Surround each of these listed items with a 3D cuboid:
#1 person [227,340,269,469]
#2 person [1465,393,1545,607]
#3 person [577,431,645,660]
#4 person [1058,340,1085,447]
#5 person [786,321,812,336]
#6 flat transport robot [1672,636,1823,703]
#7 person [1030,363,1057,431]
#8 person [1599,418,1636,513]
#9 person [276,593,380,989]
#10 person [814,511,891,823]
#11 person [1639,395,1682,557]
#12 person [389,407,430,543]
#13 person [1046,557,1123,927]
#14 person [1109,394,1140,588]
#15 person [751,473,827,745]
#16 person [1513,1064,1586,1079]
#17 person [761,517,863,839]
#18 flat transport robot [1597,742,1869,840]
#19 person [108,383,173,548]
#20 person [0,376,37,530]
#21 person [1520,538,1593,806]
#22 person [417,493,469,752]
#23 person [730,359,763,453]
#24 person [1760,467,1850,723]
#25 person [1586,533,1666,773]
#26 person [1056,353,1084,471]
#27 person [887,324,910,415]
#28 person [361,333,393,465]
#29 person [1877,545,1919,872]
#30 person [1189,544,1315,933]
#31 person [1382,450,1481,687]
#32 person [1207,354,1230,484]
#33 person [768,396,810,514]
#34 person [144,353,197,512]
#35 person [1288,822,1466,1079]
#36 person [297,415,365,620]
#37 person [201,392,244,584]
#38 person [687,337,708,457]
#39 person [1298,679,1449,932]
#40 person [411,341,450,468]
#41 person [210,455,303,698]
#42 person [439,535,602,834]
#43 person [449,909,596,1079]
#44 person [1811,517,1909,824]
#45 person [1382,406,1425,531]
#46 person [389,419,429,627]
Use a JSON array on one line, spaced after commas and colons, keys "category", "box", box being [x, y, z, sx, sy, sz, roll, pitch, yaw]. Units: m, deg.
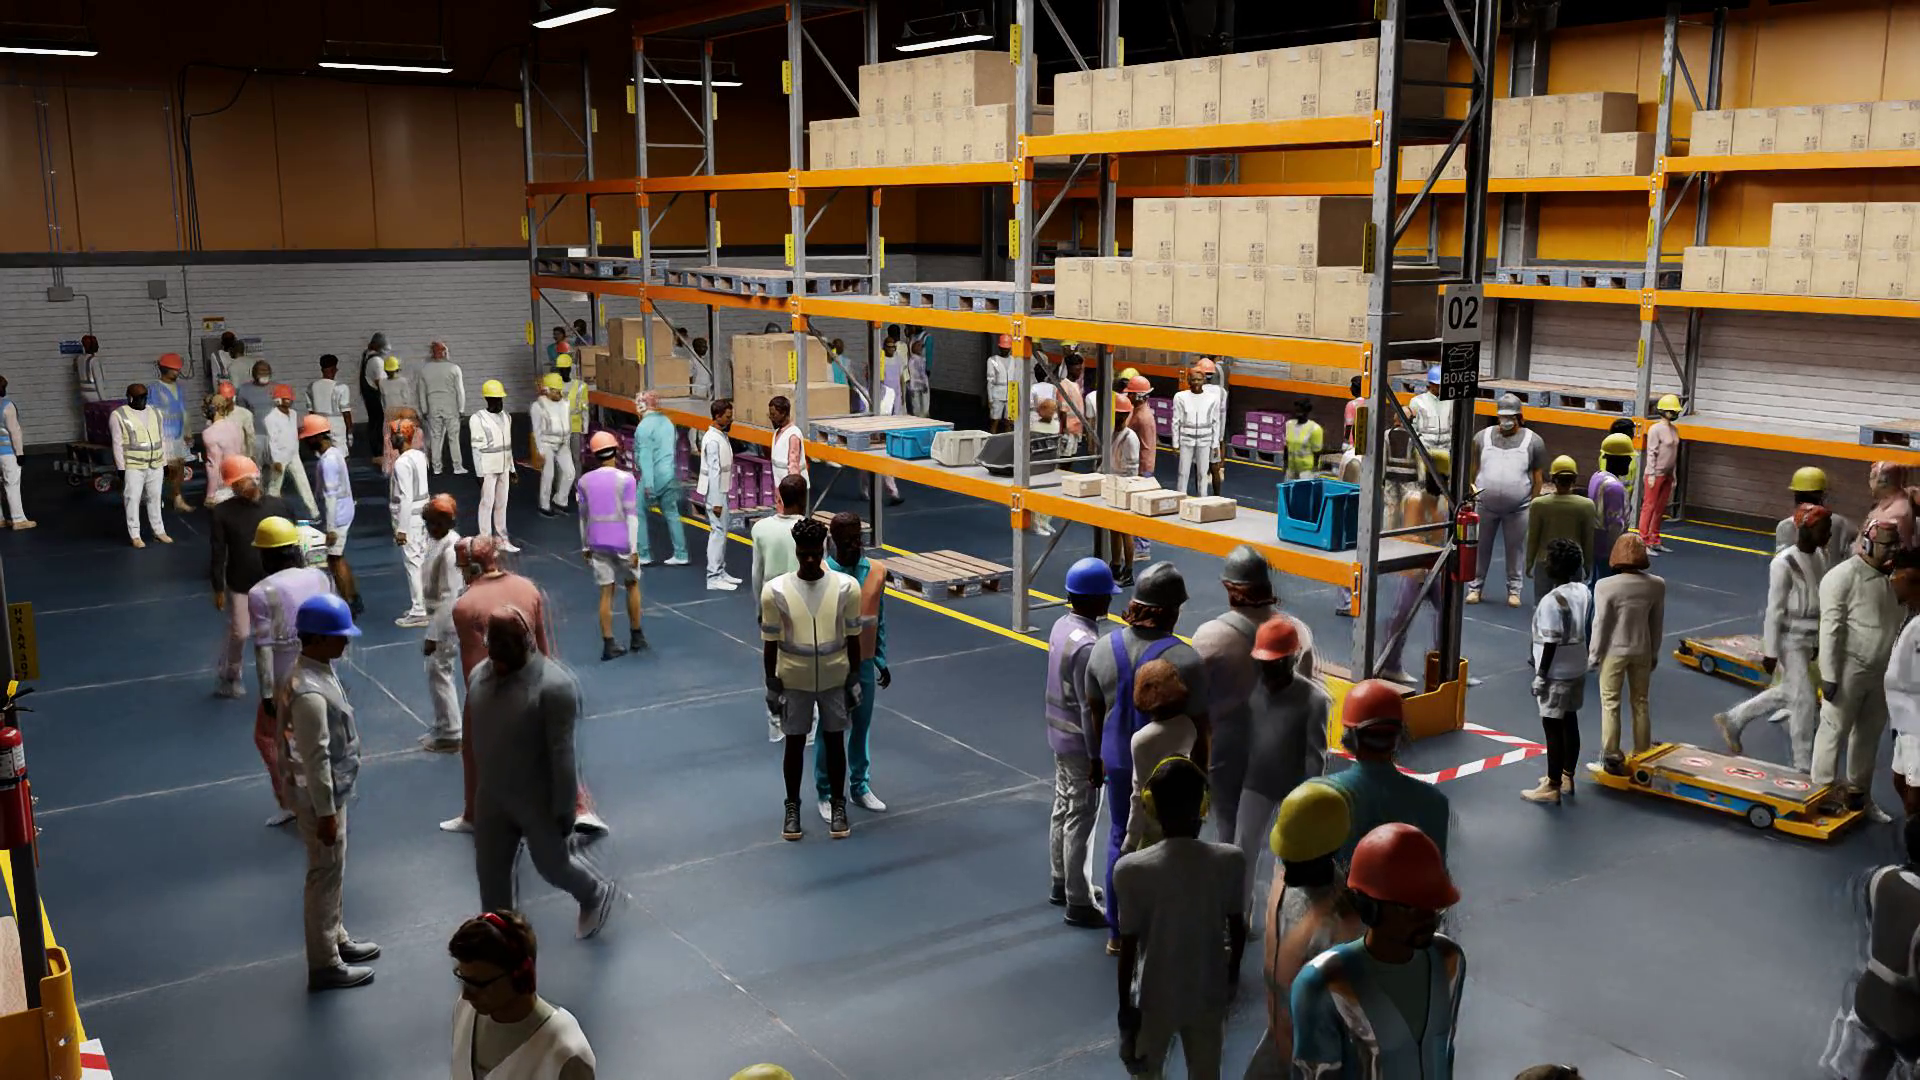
[{"category": "person", "box": [-10.546, -1.969, 24.311, 0.984, 1.888, 0.664, 3, 11, 13]}, {"category": "person", "box": [5.152, -0.376, 15.776, 0.673, 2.000, 0.536, 5, 12, 23]}, {"category": "person", "box": [-2.947, 0.033, 14.060, 0.578, 1.890, 0.710, 2, 11, 11]}, {"category": "person", "box": [1.775, -2.389, 26.659, 0.406, 1.824, 0.585, -5, 12, -24]}, {"category": "person", "box": [-2.985, -3.189, 30.696, 0.624, 1.839, 0.430, 1, 11, 6]}, {"category": "flat transport robot", "box": [6.459, 1.003, 13.263, 0.652, 0.197, 1.431, -4, 12, -18]}, {"category": "person", "box": [1.110, -1.594, 22.895, 0.541, 1.696, 0.315, -6, 13, -28]}, {"category": "person", "box": [6.591, -0.387, 16.710, 0.536, 1.698, 0.318, -10, 15, -42]}, {"category": "person", "box": [-3.042, 1.201, 7.988, 0.421, 1.935, 0.613, -4, 12, -19]}, {"category": "person", "box": [-0.707, 0.763, 10.262, 0.597, 1.918, 0.383, -8, 13, -34]}, {"category": "person", "box": [7.677, -0.709, 18.184, 0.523, 1.769, 0.317, -9, 14, -38]}, {"category": "person", "box": [-6.070, -0.688, 18.507, 0.791, 1.589, 0.536, 8, 13, 34]}, {"category": "person", "box": [0.647, 1.046, 8.732, 0.390, 1.946, 0.614, -2, 11, -11]}, {"category": "person", "box": [1.573, -0.495, 16.639, 0.343, 1.942, 0.552, -5, 12, -23]}, {"category": "person", "box": [-1.180, 0.490, 11.662, 0.597, 1.916, 0.370, 5, 12, 24]}, {"category": "person", "box": [1.208, 2.046, 3.657, 0.370, 1.934, 0.627, 4, 12, 20]}, {"category": "person", "box": [-0.874, 0.820, 9.885, 0.599, 1.958, 0.372, -2, 11, -10]}, {"category": "flat transport robot", "box": [4.863, 1.542, 10.502, 0.652, 0.197, 1.431, -10, 15, -42]}, {"category": "person", "box": [-9.182, -0.845, 18.692, 0.429, 1.843, 0.627, 7, 13, 33]}, {"category": "person", "box": [-11.324, -1.034, 19.673, 0.622, 1.838, 0.429, 3, 11, 15]}, {"category": "person", "box": [3.777, 0.826, 10.505, 0.321, 1.697, 0.530, 10, 15, 42]}, {"category": "person", "box": [-3.544, 0.575, 11.443, 0.395, 1.841, 0.646, -5, 12, -25]}, {"category": "person", "box": [-3.325, -2.258, 26.086, 0.554, 1.785, 1.010, -4, 12, -20]}, {"category": "person", "box": [6.087, 0.424, 12.015, 0.605, 1.911, 0.419, -2, 11, -10]}, {"category": "person", "box": [4.391, 0.762, 10.999, 0.504, 1.631, 0.279, -2, 11, -8]}, {"category": "person", "box": [1.405, -1.414, 21.281, 0.366, 1.963, 0.610, 4, 12, 19]}, {"category": "person", "box": [-1.030, -2.614, 27.559, 0.392, 1.914, 0.588, 3, 11, 13]}, {"category": "person", "box": [-8.687, -2.165, 24.932, 0.534, 2.000, 0.779, -8, 14, -36]}, {"category": "person", "box": [5.254, 0.998, 9.048, 0.463, 1.922, 0.723, 4, 12, 21]}, {"category": "person", "box": [1.417, 0.988, 8.794, 0.687, 2.000, 0.811, -5, 12, -24]}, {"category": "person", "box": [3.724, 0.241, 13.008, 0.605, 1.889, 0.881, -10, 15, -43]}, {"category": "person", "box": [3.518, -1.792, 23.019, 0.376, 2.043, 0.609, 5, 12, 23]}, {"category": "person", "box": [-1.740, -0.503, 16.784, 0.415, 1.907, 0.593, -5, 12, -22]}, {"category": "person", "box": [-9.890, -1.332, 20.766, 0.545, 2.014, 0.610, 2, 11, 9]}, {"category": "person", "box": [1.200, 1.781, 4.724, 0.607, 2.048, 0.370, -7, 13, -32]}, {"category": "person", "box": [-5.724, -0.194, 15.171, 0.493, 1.909, 0.583, -4, 12, -18]}, {"category": "person", "box": [-7.433, -0.521, 16.782, 0.372, 1.940, 0.632, 0, 11, 1]}, {"category": "person", "box": [-4.030, -2.200, 25.638, 0.350, 1.838, 0.505, 5, 12, 23]}, {"category": "person", "box": [1.523, 1.501, 6.343, 0.656, 1.970, 0.500, 0, 11, -1]}, {"category": "person", "box": [-7.689, -1.973, 24.386, 0.693, 1.873, 0.450, -9, 14, -40]}, {"category": "person", "box": [-5.316, 0.303, 12.577, 0.660, 1.950, 0.889, -6, 12, -27]}, {"category": "person", "box": [-2.635, 0.885, 9.839, 0.926, 1.853, 0.697, 7, 13, 33]}, {"category": "person", "box": [-1.219, 1.895, 4.676, 0.564, 1.838, 0.389, 9, 14, 39]}, {"category": "person", "box": [5.507, 0.801, 10.094, 0.641, 1.910, 0.401, -3, 11, -14]}, {"category": "person", "box": [4.835, -0.648, 18.199, 0.518, 1.640, 0.307, 10, 15, 41]}, {"category": "person", "box": [-4.976, -0.157, 15.057, 0.340, 1.882, 0.586, 0, 11, -2]}]
